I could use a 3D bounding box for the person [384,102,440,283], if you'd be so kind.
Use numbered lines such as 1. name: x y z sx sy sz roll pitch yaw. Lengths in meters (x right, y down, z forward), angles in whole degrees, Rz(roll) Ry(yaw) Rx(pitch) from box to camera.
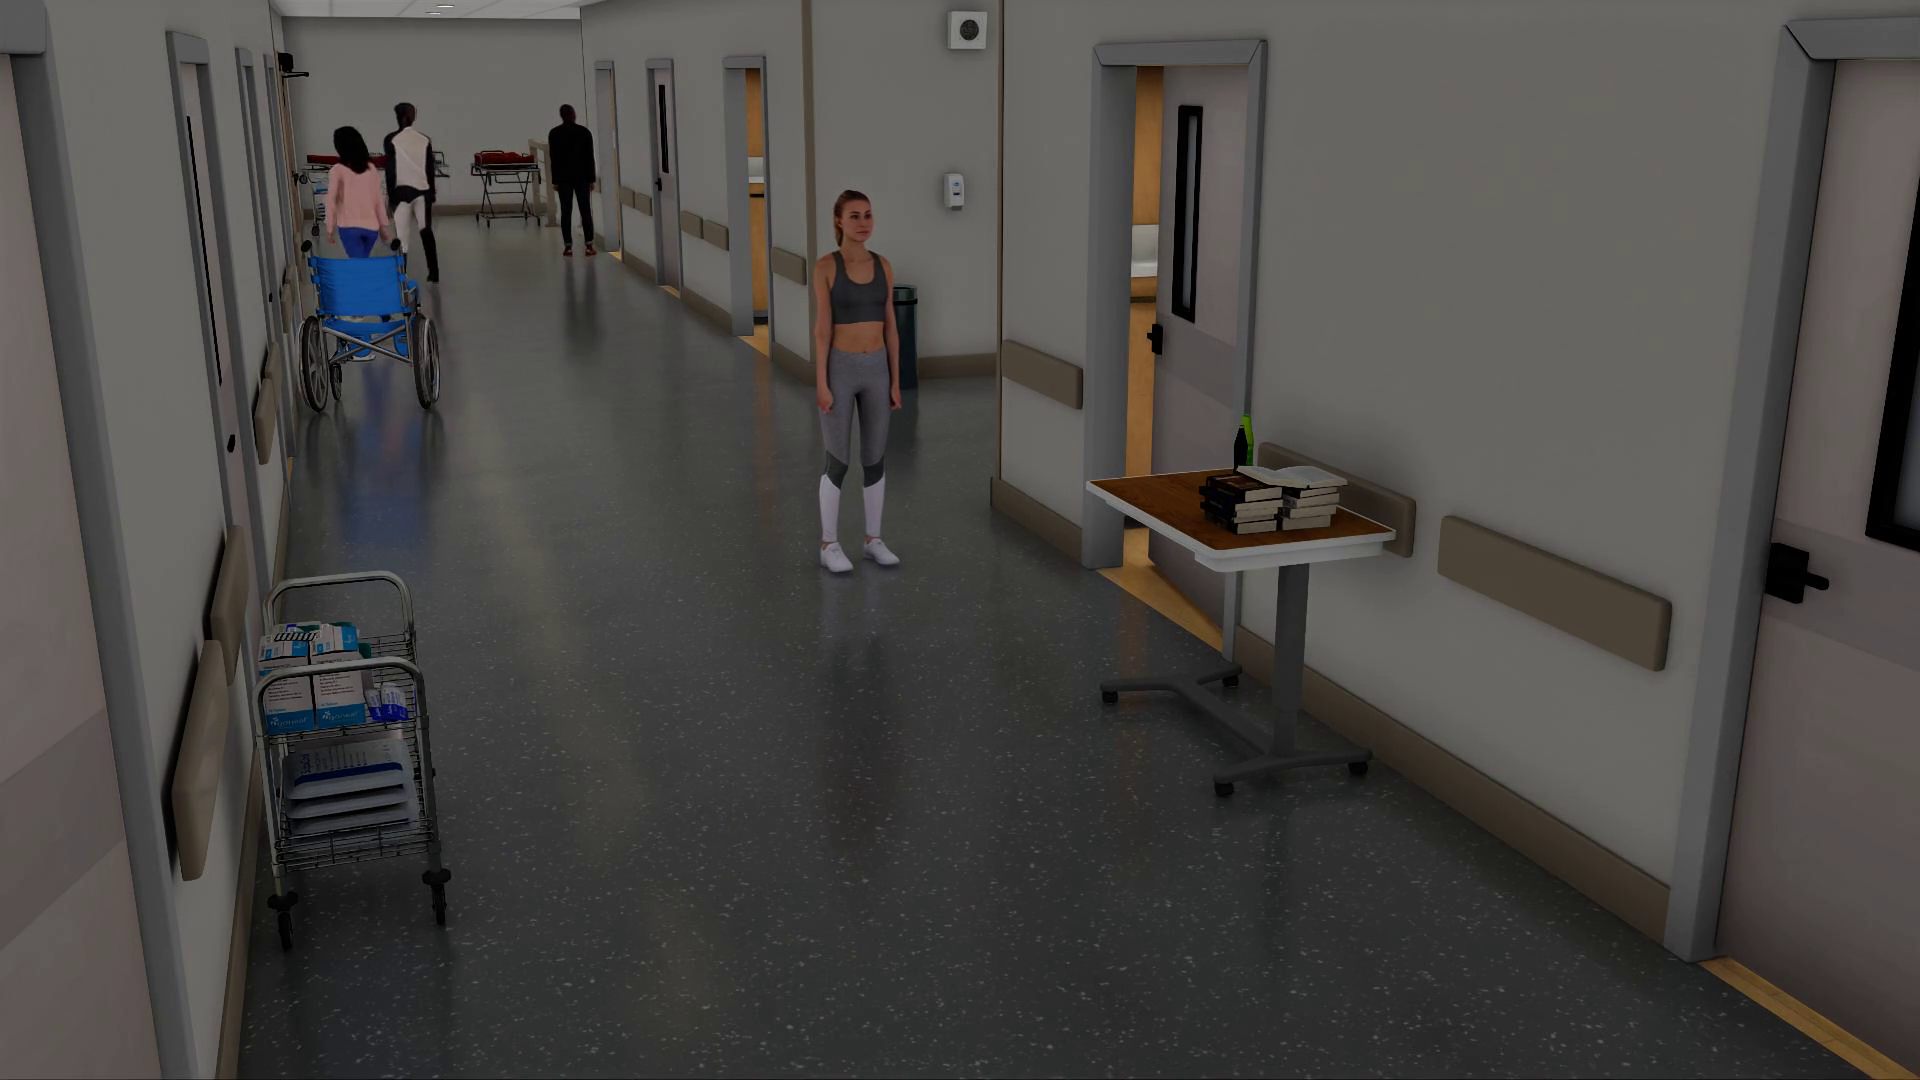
1. person: -5.665 -3.557 17.312 0.911 1.842 1.287 -10 19 -32

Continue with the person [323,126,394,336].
1. person: -4.979 -2.528 13.894 1.254 1.715 1.039 13 21 39

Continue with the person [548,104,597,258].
1. person: -4.718 -4.384 20.287 0.723 1.818 0.650 -3 16 -10

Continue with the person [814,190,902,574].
1. person: -0.474 -0.707 7.459 0.586 1.701 0.557 -9 18 -29
